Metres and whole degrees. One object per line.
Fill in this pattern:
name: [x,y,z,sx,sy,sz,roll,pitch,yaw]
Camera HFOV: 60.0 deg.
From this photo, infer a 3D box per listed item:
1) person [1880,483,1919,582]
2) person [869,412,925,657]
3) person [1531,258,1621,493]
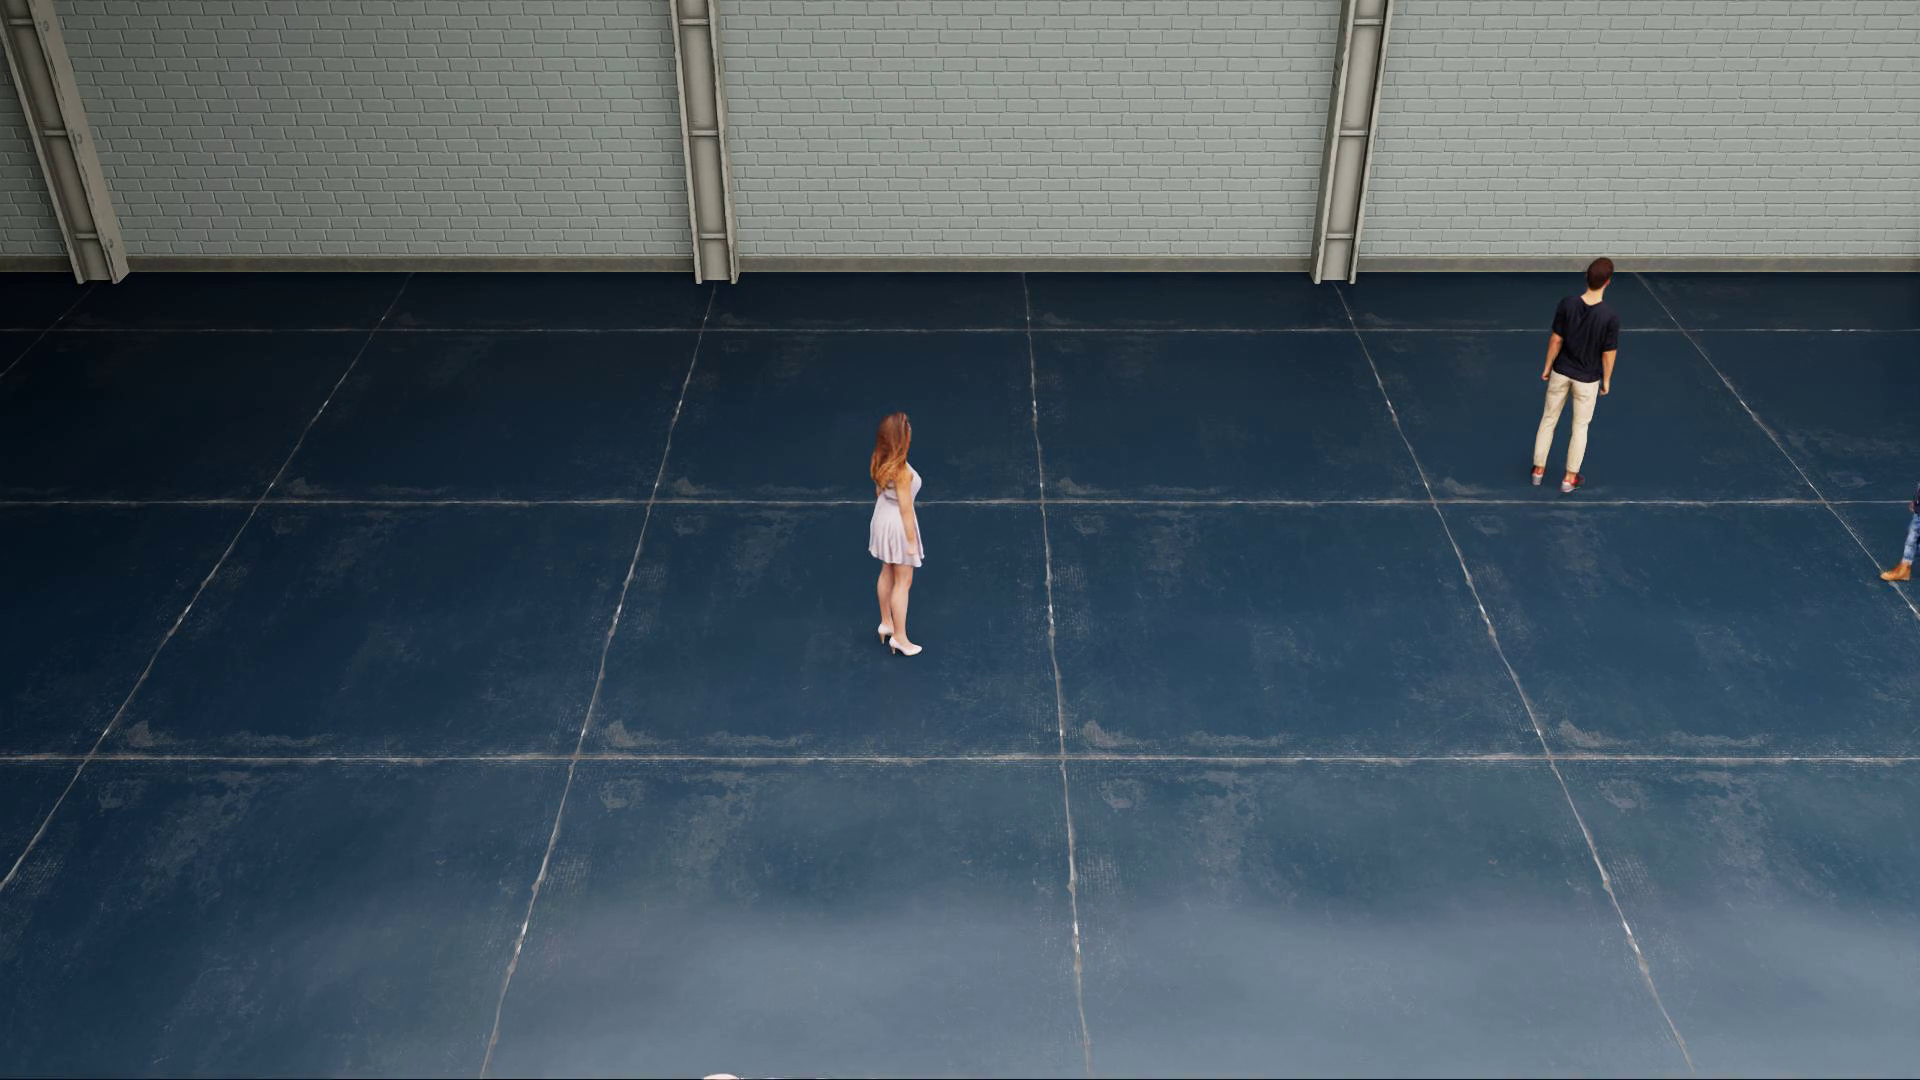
person: [6.794,-0.238,11.510,0.721,1.247,0.580,-7,34,-10]
person: [-0.416,-0.037,10.722,0.704,1.769,0.665,-16,36,-22]
person: [4.623,-1.235,12.487,0.668,1.854,0.783,20,38,28]
